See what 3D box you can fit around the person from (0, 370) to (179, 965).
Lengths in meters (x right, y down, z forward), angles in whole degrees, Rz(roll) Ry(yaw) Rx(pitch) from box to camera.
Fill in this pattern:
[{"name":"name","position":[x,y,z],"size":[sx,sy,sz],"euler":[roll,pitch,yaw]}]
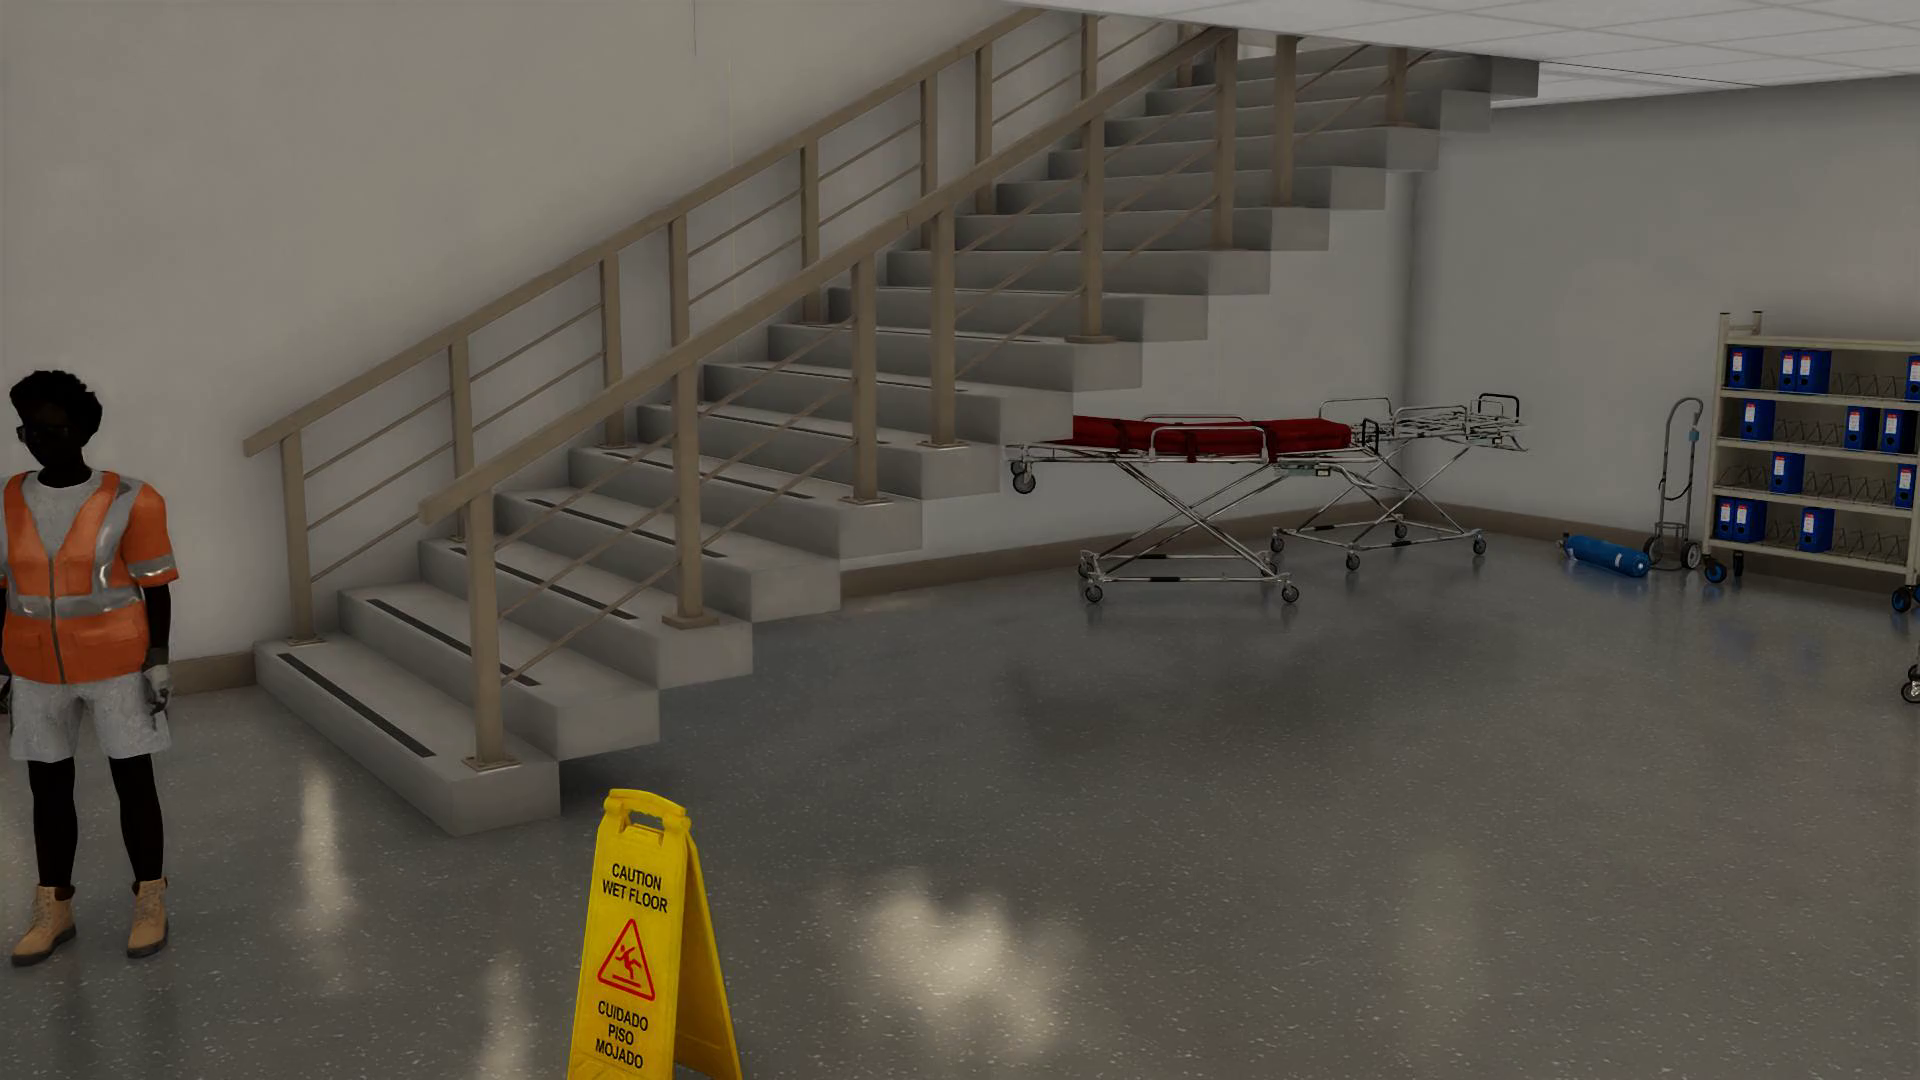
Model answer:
[{"name":"person","position":[-2.502,0.363,4.741],"size":[0.536,1.697,0.322],"euler":[-1,10,-7]}]
